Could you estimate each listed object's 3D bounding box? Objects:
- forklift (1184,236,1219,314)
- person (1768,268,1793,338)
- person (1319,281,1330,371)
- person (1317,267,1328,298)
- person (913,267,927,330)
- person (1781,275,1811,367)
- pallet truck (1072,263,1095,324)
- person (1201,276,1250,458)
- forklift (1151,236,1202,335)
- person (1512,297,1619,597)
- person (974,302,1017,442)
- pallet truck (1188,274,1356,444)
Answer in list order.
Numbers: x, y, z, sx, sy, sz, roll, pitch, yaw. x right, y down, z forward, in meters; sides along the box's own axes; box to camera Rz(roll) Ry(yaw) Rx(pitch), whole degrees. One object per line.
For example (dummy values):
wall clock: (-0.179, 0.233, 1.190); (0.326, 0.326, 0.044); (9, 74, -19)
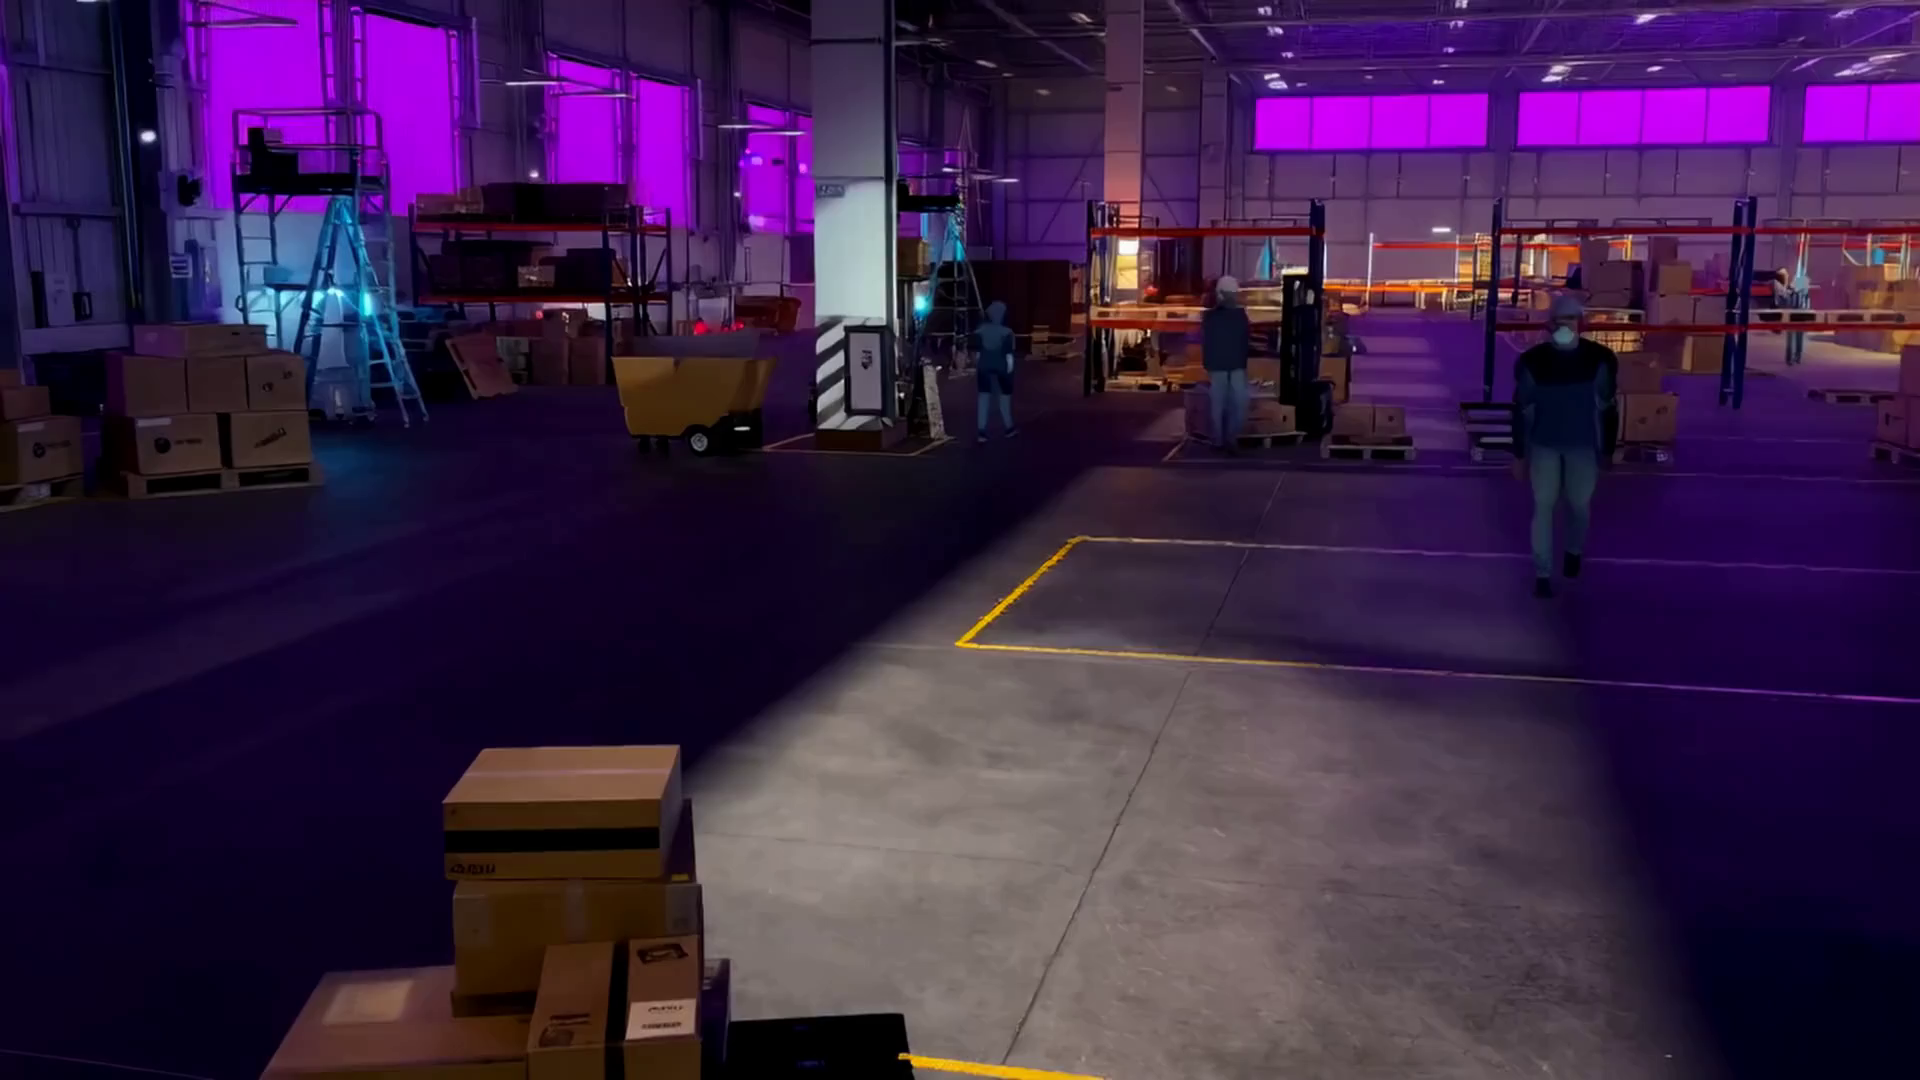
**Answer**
forklift: (7.088, -7.818, 50.436); (1.873, 2.768, 1.129); (-2, 10, -12)
person: (22.446, -6.495, 45.545); (0.597, 1.897, 0.798); (2, 10, 12)
person: (6.913, -4.106, 31.950); (0.485, 1.737, 0.321); (-5, 11, -27)
person: (10.837, -7.366, 50.608); (0.649, 1.917, 0.614); (7, 12, 36)
person: (-1.184, -7.331, 50.382); (0.392, 1.927, 0.545); (6, 11, 30)
person: (16.695, -4.381, 33.264); (0.551, 1.834, 0.483); (5, 11, 29)
pallet truck: (4.325, -8.180, 55.162); (0.823, 1.965, 1.885); (6, 11, 31)
person: (2.888, -1.859, 18.002); (0.635, 1.974, 0.492); (-4, 10, -22)
forklift: (5.866, -7.214, 46.878); (1.873, 2.768, 1.129); (2, 10, 14)
person: (3.907, -0.606, 10.768); (0.656, 1.928, 0.589); (4, 10, 23)
person: (0.422, -2.011, 19.832); (0.545, 1.643, 0.870); (4, 10, 22)
pallet truck: (3.653, -2.138, 19.590); (1.885, 1.965, 0.823); (-4, 10, -20)
